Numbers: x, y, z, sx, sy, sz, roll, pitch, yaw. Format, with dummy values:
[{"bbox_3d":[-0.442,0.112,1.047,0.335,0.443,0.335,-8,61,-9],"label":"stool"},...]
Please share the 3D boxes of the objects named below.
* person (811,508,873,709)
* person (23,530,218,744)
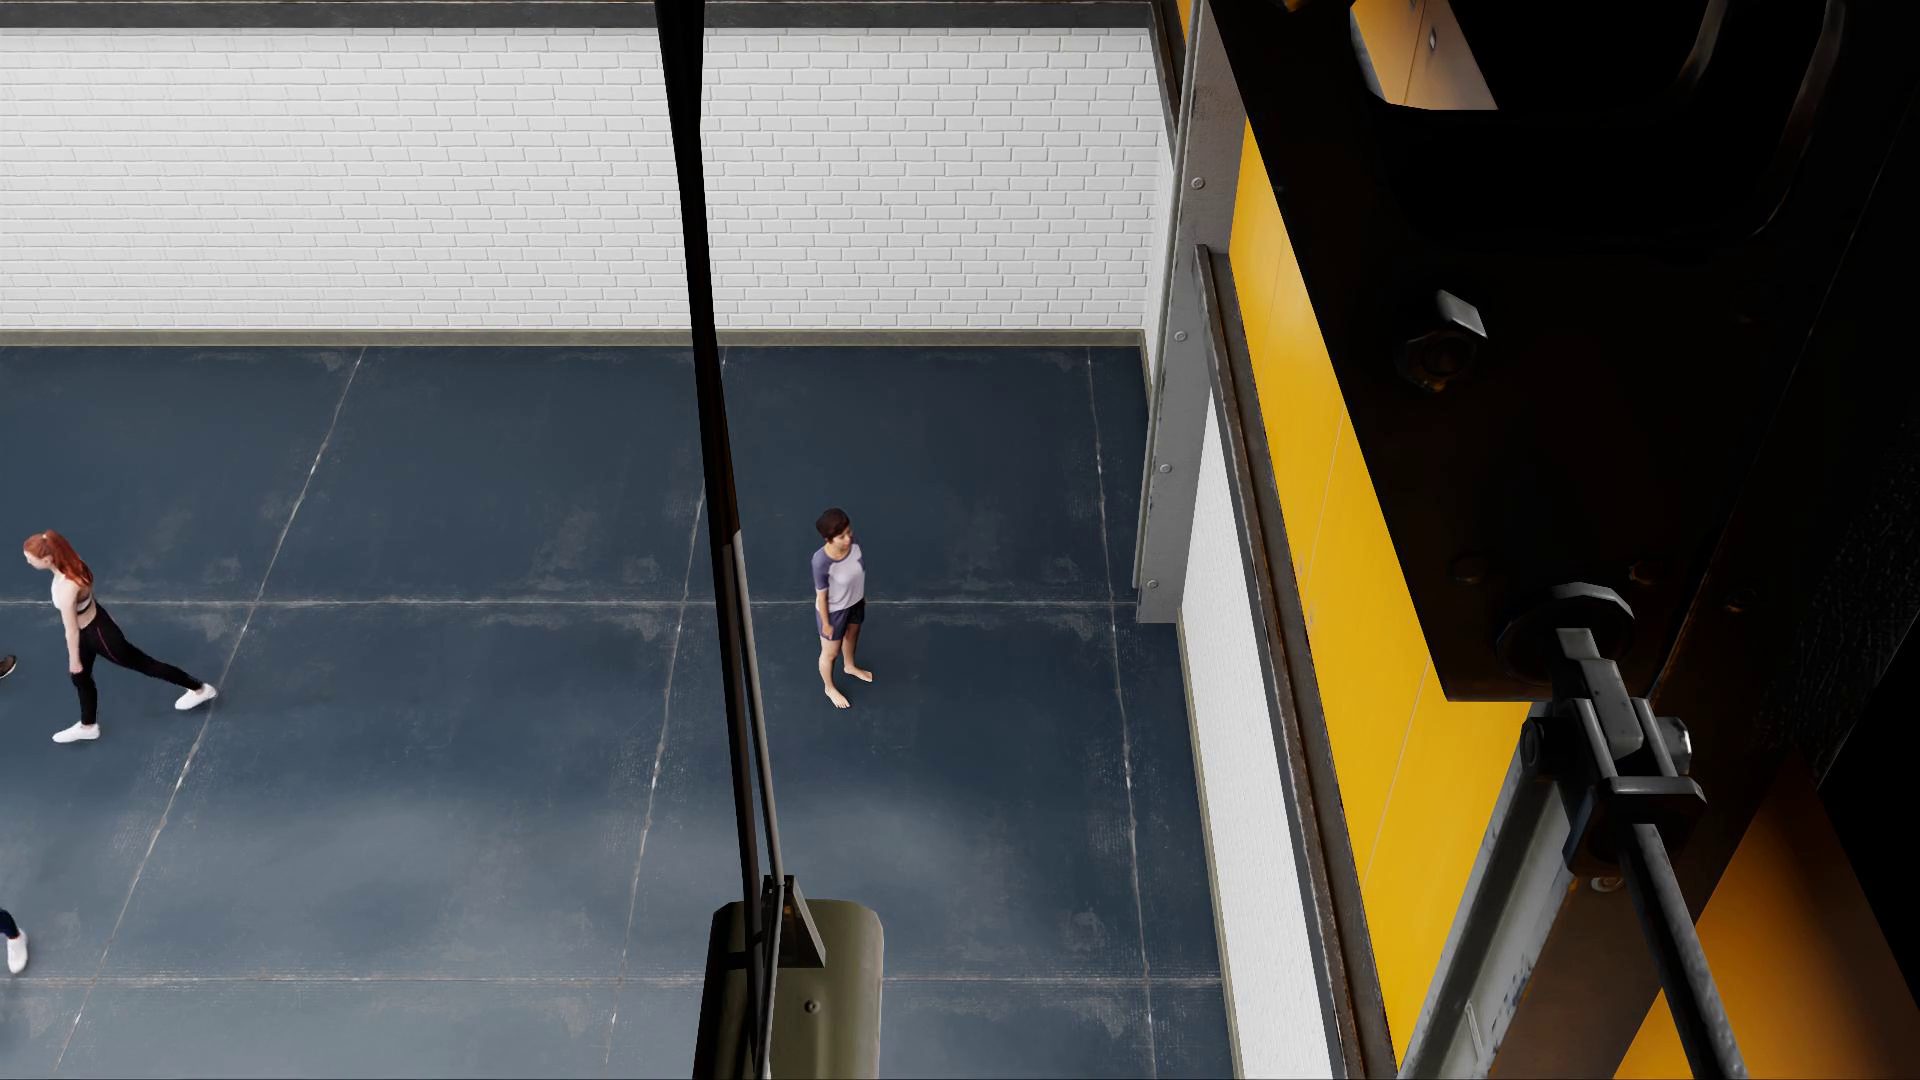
[{"bbox_3d":[-0.760,0.395,10.563,0.713,1.566,0.623,26,49,24],"label":"person"},{"bbox_3d":[-5.209,0.580,10.276,1.029,1.695,1.226,-18,46,-18],"label":"person"}]
